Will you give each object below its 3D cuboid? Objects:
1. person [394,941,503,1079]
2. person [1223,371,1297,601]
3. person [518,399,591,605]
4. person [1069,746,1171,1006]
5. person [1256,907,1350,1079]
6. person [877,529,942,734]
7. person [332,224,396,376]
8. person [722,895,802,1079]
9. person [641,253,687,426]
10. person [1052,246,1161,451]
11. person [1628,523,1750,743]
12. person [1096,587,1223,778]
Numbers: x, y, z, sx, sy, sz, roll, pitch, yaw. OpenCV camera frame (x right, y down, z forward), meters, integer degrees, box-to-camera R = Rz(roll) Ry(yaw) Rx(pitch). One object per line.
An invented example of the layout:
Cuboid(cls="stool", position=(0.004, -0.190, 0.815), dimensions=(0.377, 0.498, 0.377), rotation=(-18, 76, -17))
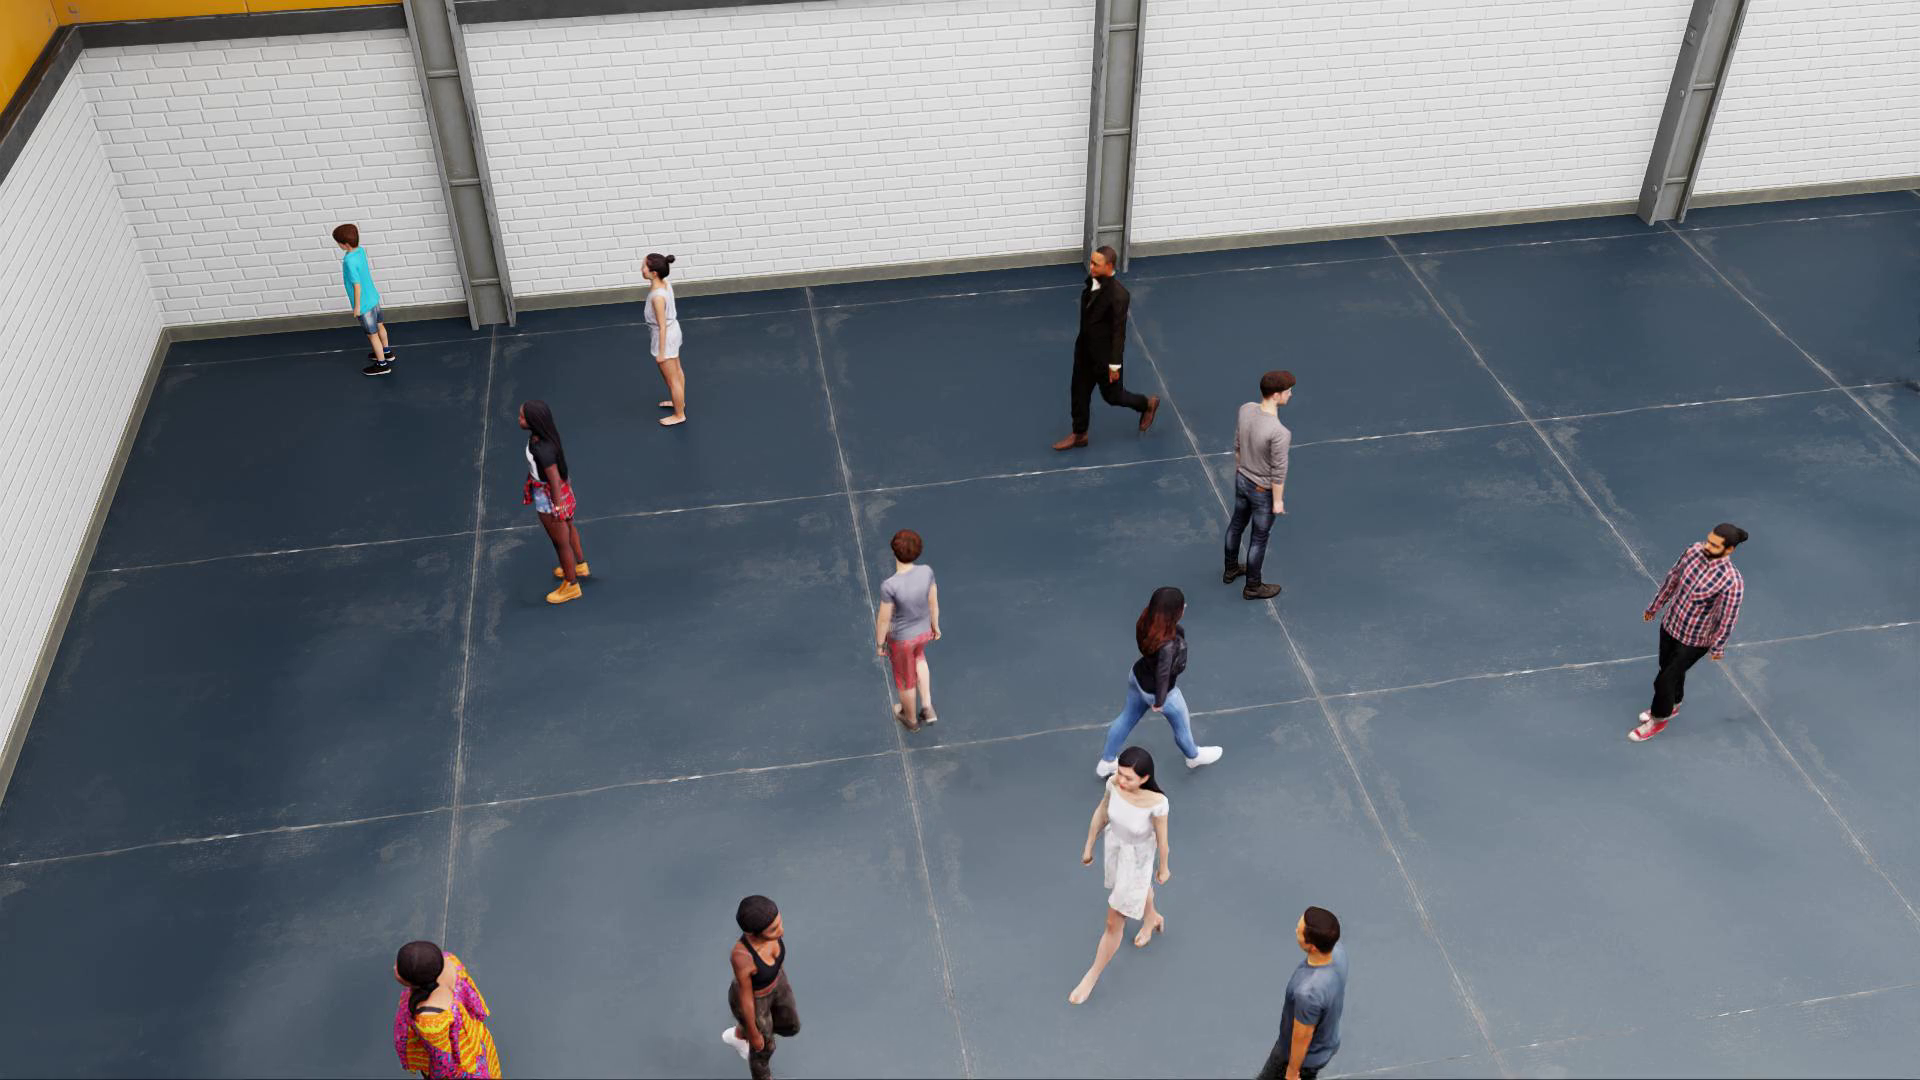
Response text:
Cuboid(cls="person", position=(-2.679, 2.620, 8.621), dimensions=(0.644, 1.686, 0.639), rotation=(-5, 39, -6))
Cuboid(cls="person", position=(2.186, -0.408, 12.240), dimensions=(0.696, 1.901, 0.748), rotation=(-19, 42, -22))
Cuboid(cls="person", position=(-2.975, -0.318, 12.264), dimensions=(0.653, 1.730, 0.639), rotation=(-12, 40, -14))
Cuboid(cls="person", position=(1.042, 1.803, 9.601), dimensions=(1.025, 1.740, 1.180), rotation=(32, 48, 33))
Cuboid(cls="person", position=(1.869, 2.604, 8.555), dimensions=(0.884, 1.794, 0.832), rotation=(18, 42, 22))
Cuboid(cls="person", position=(-0.289, 0.691, 11.077), dimensions=(0.737, 1.635, 0.791), rotation=(-21, 43, -24))
Cuboid(cls="person", position=(-5.297, -2.163, 14.800), dimensions=(0.512, 1.449, 0.541), rotation=(-2, 39, -2))
Cuboid(cls="person", position=(-1.135, 2.425, 8.862), dimensions=(0.874, 1.689, 0.794), rotation=(17, 42, 20))
Cuboid(cls="person", position=(-2.496, -1.722, 14.125), dimensions=(0.574, 1.601, 0.591), rotation=(-2, 39, -3))
Cuboid(cls="person", position=(1.248, -1.573, 13.719), dimensions=(1.281, 1.877, 0.935), rotation=(-17, 42, -20))
Cuboid(cls="person", position=(4.939, 0.575, 11.131), dimensions=(0.710, 1.749, 0.697), rotation=(-7, 39, -9))
Cuboid(cls="person", position=(1.191, 0.958, 10.777), dimensions=(1.115, 1.592, 0.729), rotation=(-10, 40, -13))
